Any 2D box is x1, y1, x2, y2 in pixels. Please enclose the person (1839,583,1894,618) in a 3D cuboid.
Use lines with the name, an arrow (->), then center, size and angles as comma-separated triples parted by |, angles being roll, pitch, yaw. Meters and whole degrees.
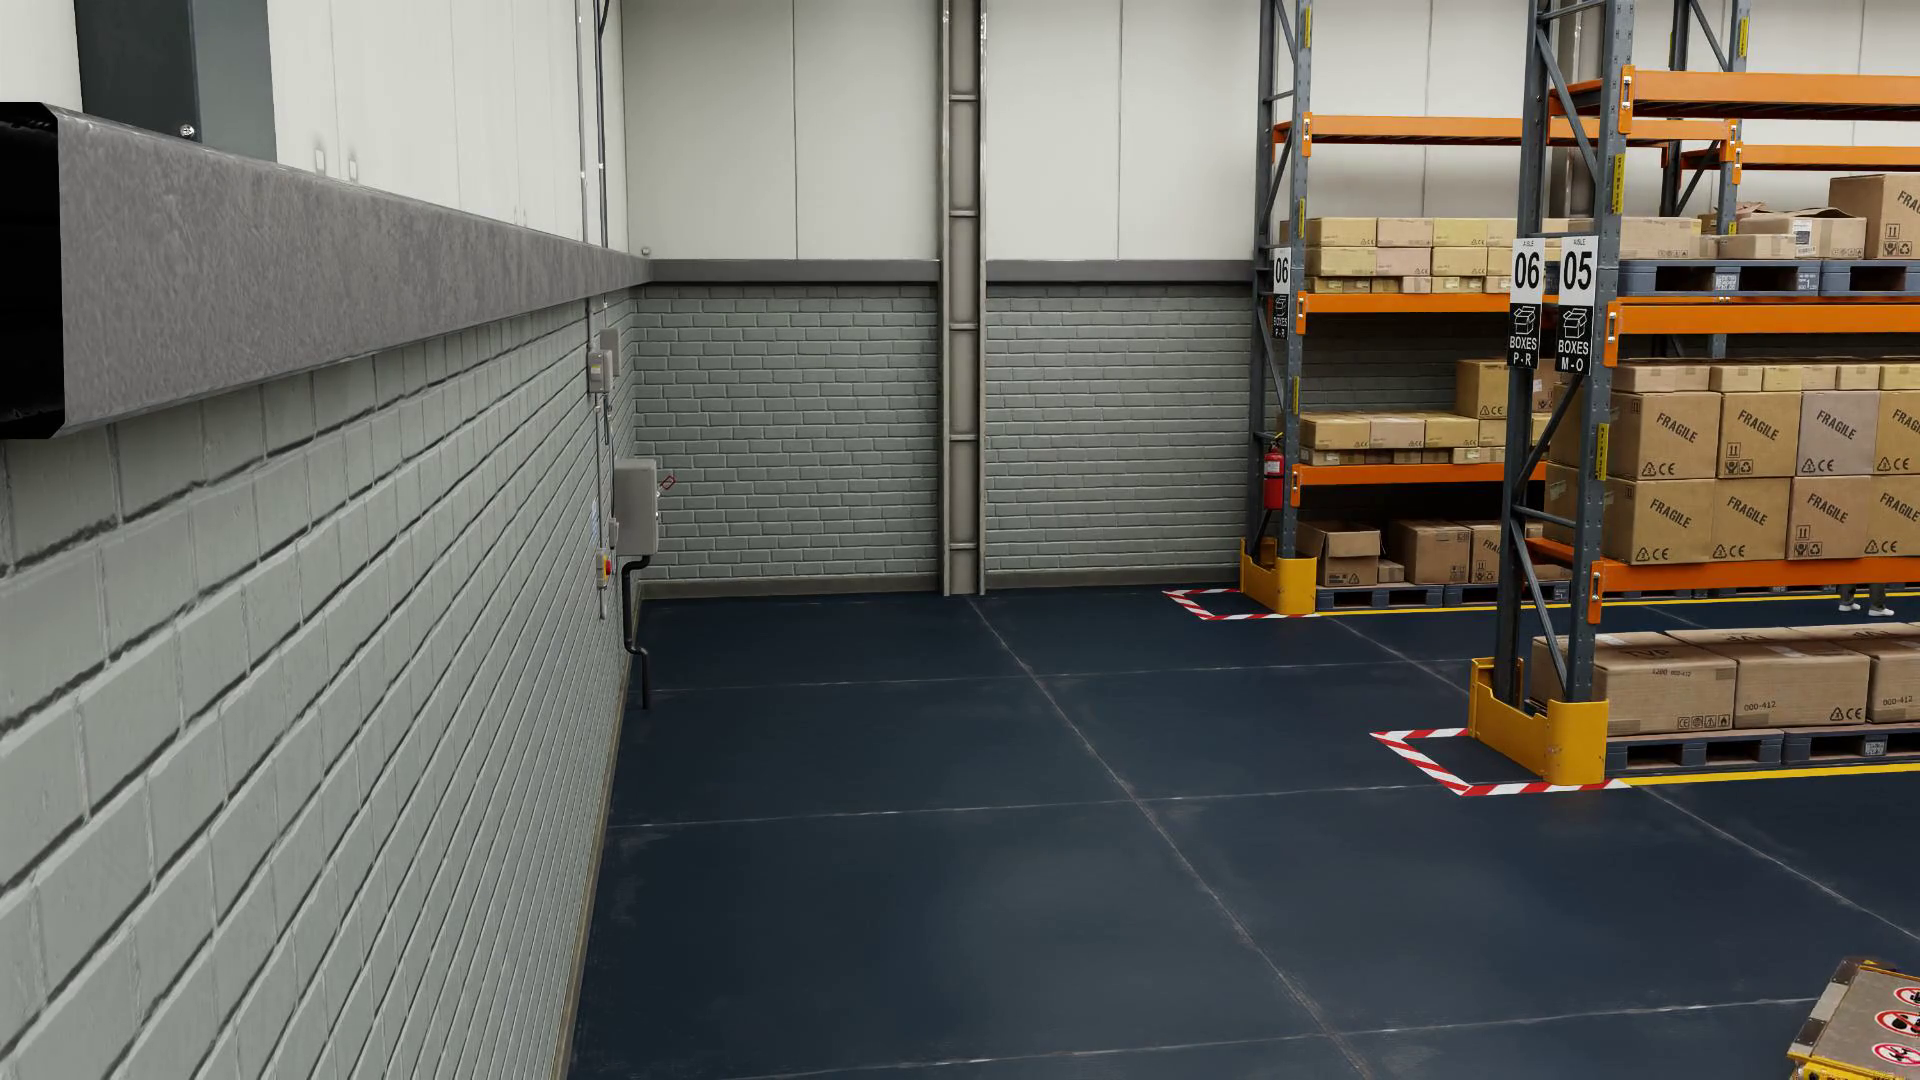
person -> 8.044, -0.282, 14.623 | 0.397, 1.918, 0.588 | -6, 11, -33

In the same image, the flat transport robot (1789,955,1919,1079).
flat transport robot -> 3.505, 1.911, 6.152 | 0.652, 0.197, 1.431 | 7, 12, 37
